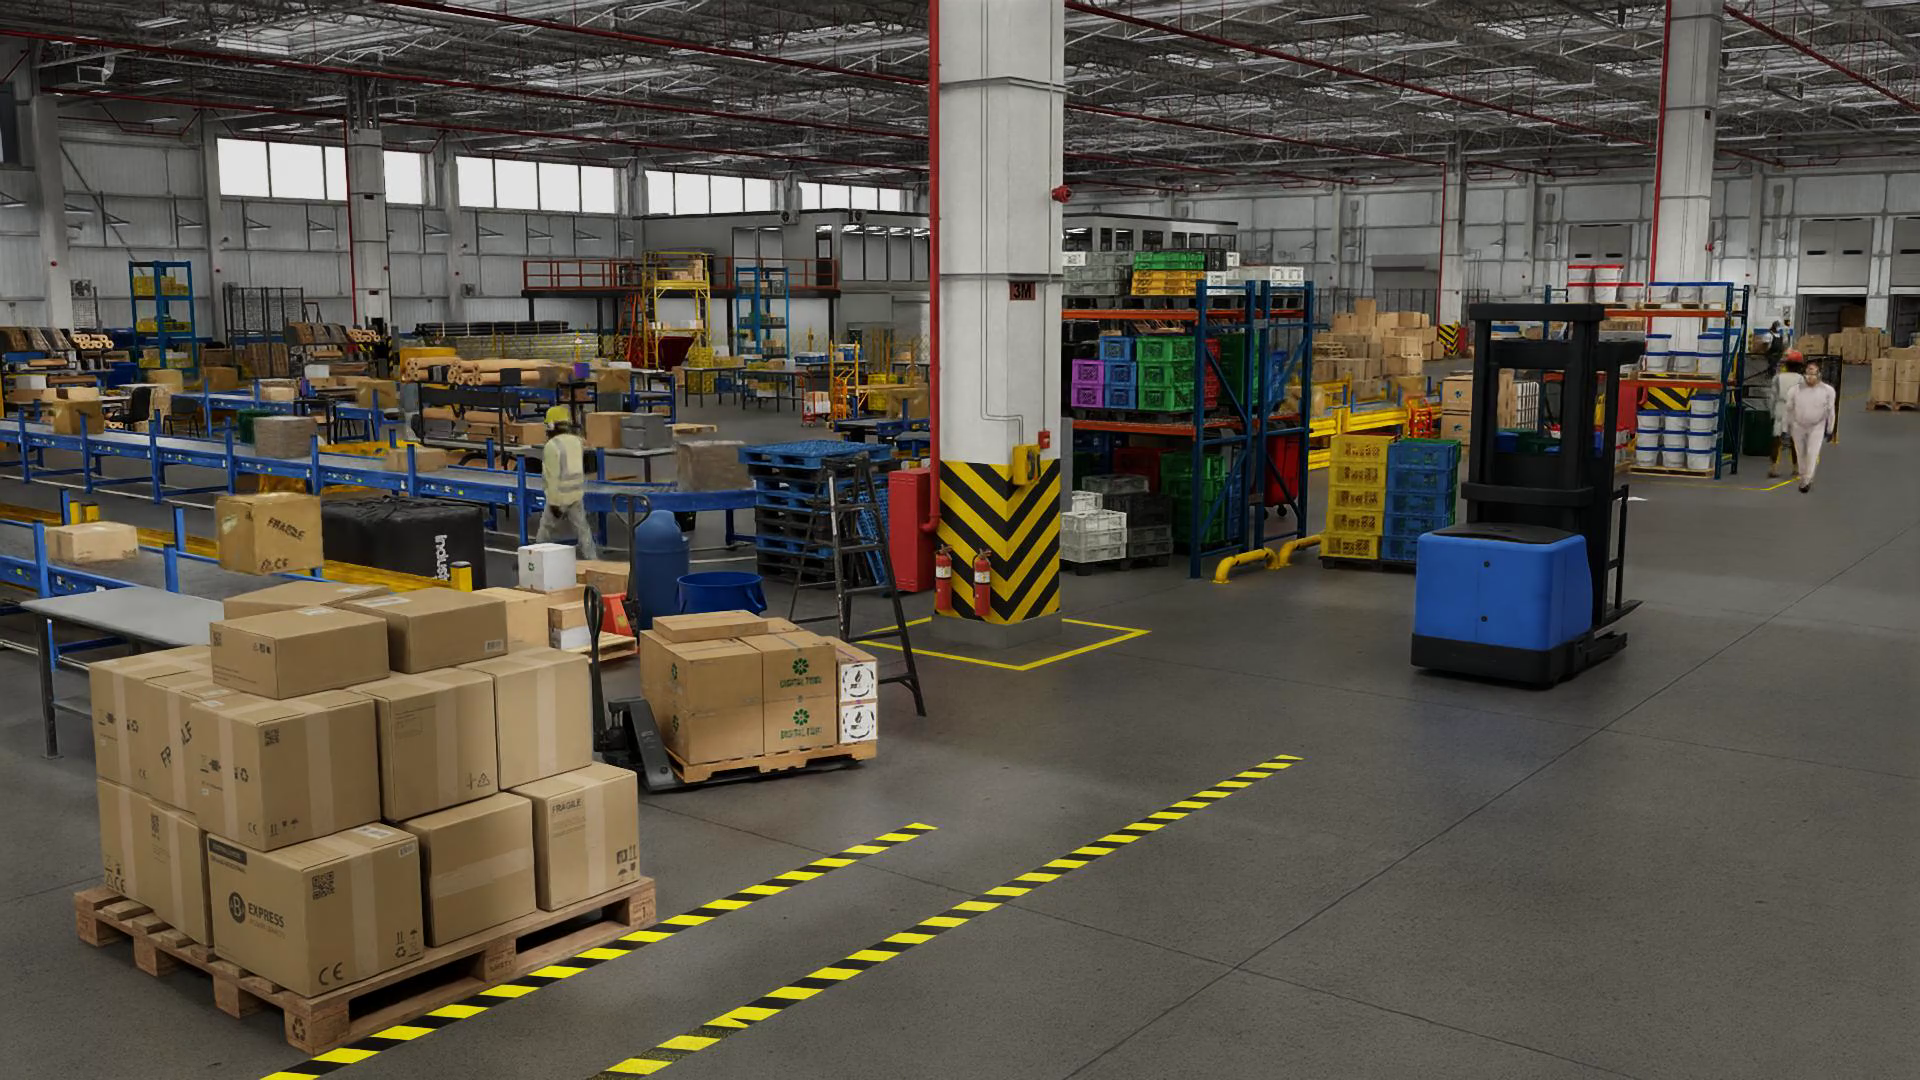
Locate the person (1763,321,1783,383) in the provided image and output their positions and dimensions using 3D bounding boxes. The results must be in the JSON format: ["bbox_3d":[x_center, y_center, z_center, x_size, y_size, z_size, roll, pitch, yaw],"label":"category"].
[{"bbox_3d":[25.955,-5.969,52.957,0.704,2.000,0.561,-3,9,-22],"label":"person"}]

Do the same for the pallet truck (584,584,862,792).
[{"bbox_3d":[-1.426,0.805,10.019,1.601,1.201,0.680,-4,9,-26],"label":"pallet truck"}]

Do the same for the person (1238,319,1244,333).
[{"bbox_3d":[11.630,-8.219,68.524,0.393,1.930,0.539,4,9,23],"label":"person"}]

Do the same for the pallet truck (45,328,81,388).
[{"bbox_3d":[-23.775,-4.544,43.495,1.885,1.965,0.823,6,10,35],"label":"pallet truck"}]

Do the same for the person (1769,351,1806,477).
[{"bbox_3d":[13.089,-1.981,26.262,1.032,1.994,0.623,-8,12,-43],"label":"person"}]

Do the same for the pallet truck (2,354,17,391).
[{"bbox_3d":[-24.881,-4.417,42.634,1.885,1.965,0.823,8,11,41],"label":"pallet truck"}]

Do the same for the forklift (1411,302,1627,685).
[{"bbox_3d":[4.379,-0.438,12.852,1.129,2.768,1.873,7,11,37],"label":"forklift"}]

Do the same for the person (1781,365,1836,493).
[{"bbox_3d":[12.406,-1.630,24.342,0.669,1.864,1.005,6,10,36],"label":"person"}]

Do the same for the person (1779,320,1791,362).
[{"bbox_3d":[33.306,-7.961,67.070,0.458,1.844,0.586,0,8,1],"label":"person"}]

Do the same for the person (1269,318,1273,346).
[{"bbox_3d":[15.322,-10.140,81.743,0.509,1.838,0.337,-3,9,-18],"label":"person"}]

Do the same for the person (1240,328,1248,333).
[{"bbox_3d":[11.258,-7.697,65.192,0.578,1.872,0.413,5,10,32],"label":"person"}]

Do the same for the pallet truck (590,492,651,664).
[{"bbox_3d":[-3.115,0.344,12.883,0.653,1.274,1.630,7,11,37],"label":"pallet truck"}]

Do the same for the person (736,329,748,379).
[{"bbox_3d":[-7.326,-6.274,56.143,0.887,1.703,0.498,5,10,30],"label":"person"}]

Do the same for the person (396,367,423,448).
[{"bbox_3d":[-9.567,-2.174,28.782,0.535,1.611,0.604,6,10,35],"label":"person"}]

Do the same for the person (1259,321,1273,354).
[{"bbox_3d":[11.880,-7.656,64.545,0.644,1.970,0.451,3,9,18],"label":"person"}]

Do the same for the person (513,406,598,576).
[{"bbox_3d":[-4.007,-0.448,16.619,0.971,1.770,0.592,4,9,24],"label":"person"}]

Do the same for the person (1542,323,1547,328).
[{"bbox_3d":[27.445,-9.567,77.973,0.638,1.826,0.681,-8,11,-42],"label":"person"}]
